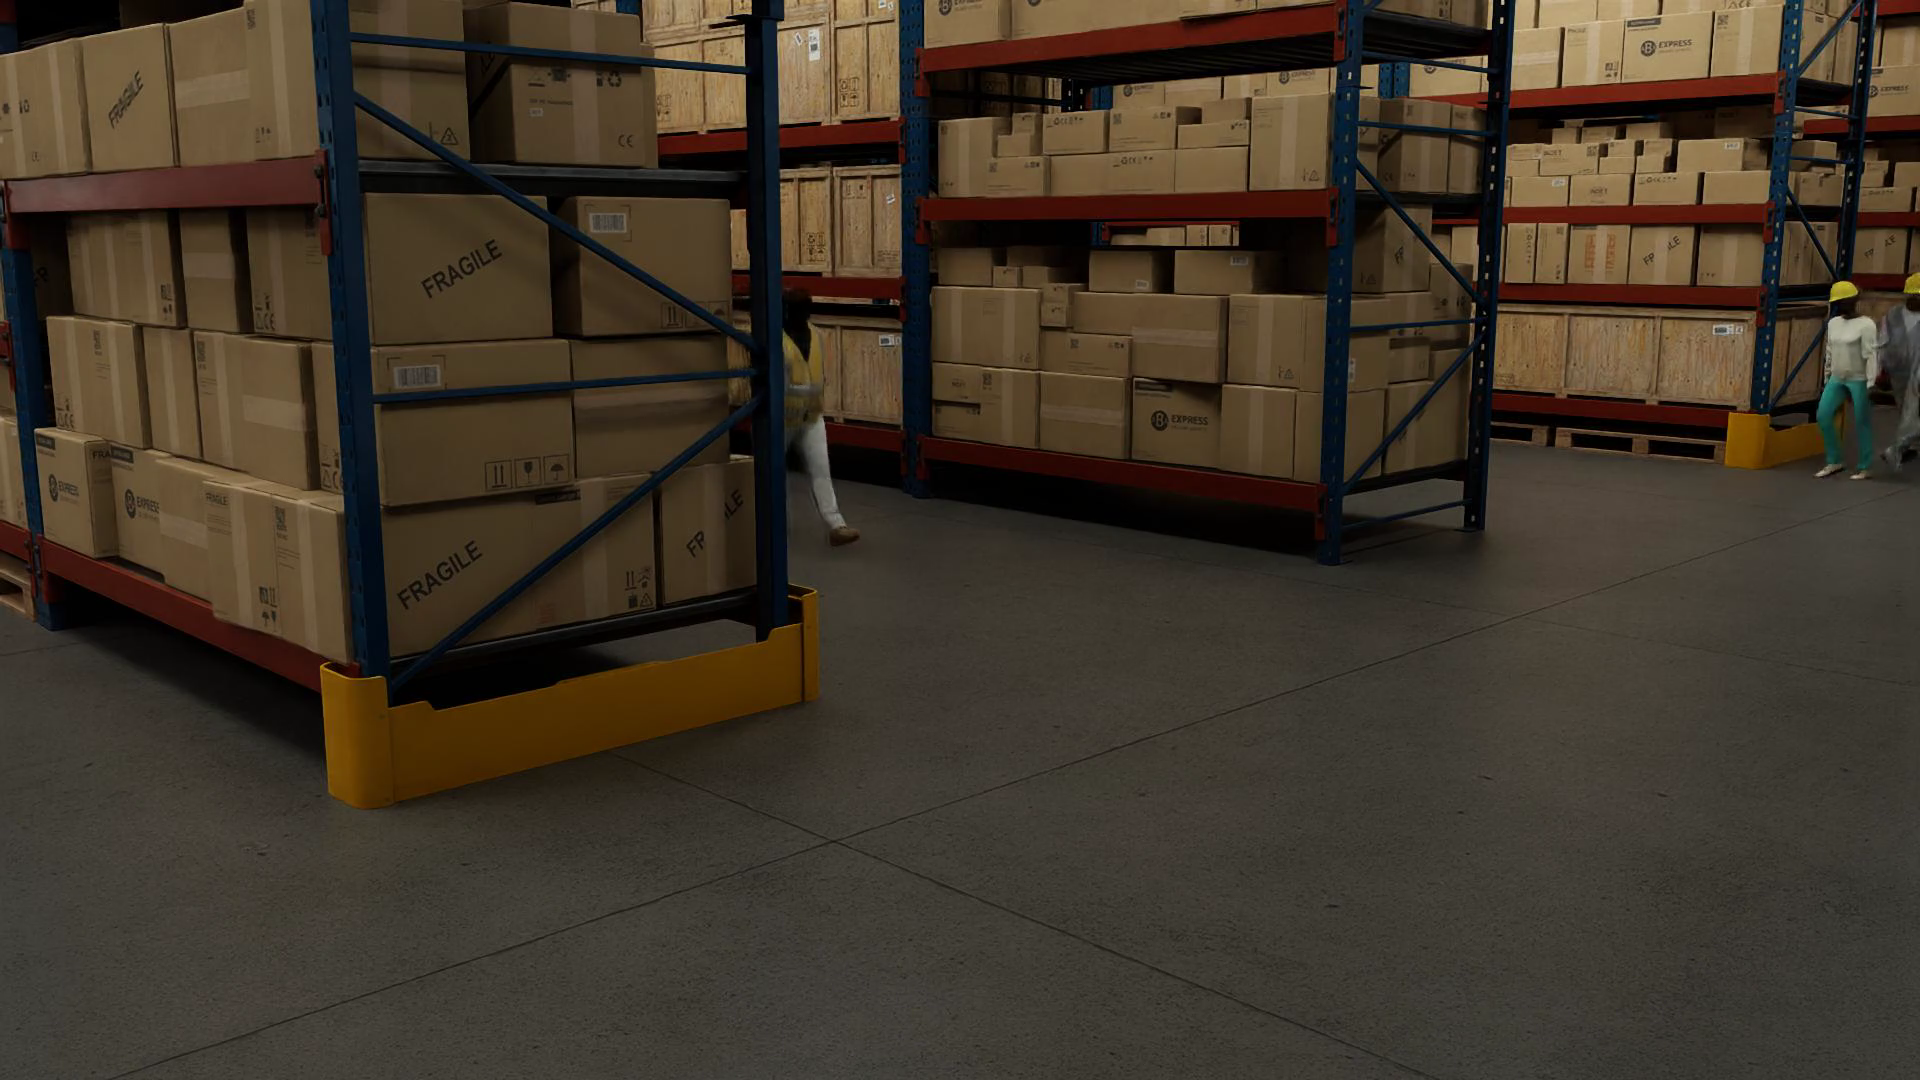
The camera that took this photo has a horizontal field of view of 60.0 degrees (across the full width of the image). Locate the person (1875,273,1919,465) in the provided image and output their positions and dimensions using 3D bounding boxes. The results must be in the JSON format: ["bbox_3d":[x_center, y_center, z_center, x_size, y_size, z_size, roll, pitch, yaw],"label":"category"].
[{"bbox_3d":[8.790,-1.574,15.437,0.944,1.773,0.621,-8,13,-38],"label":"person"}]

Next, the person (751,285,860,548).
[{"bbox_3d":[-1.123,-0.834,11.385,0.648,1.786,0.968,-9,14,-42],"label":"person"}]

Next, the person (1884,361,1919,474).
[{"bbox_3d":[8.427,-1.341,14.358,0.546,1.713,0.522,0,10,-1],"label":"person"}]

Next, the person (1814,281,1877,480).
[{"bbox_3d":[7.773,-1.377,14.518,0.557,1.730,0.639,-4,11,-21],"label":"person"}]
